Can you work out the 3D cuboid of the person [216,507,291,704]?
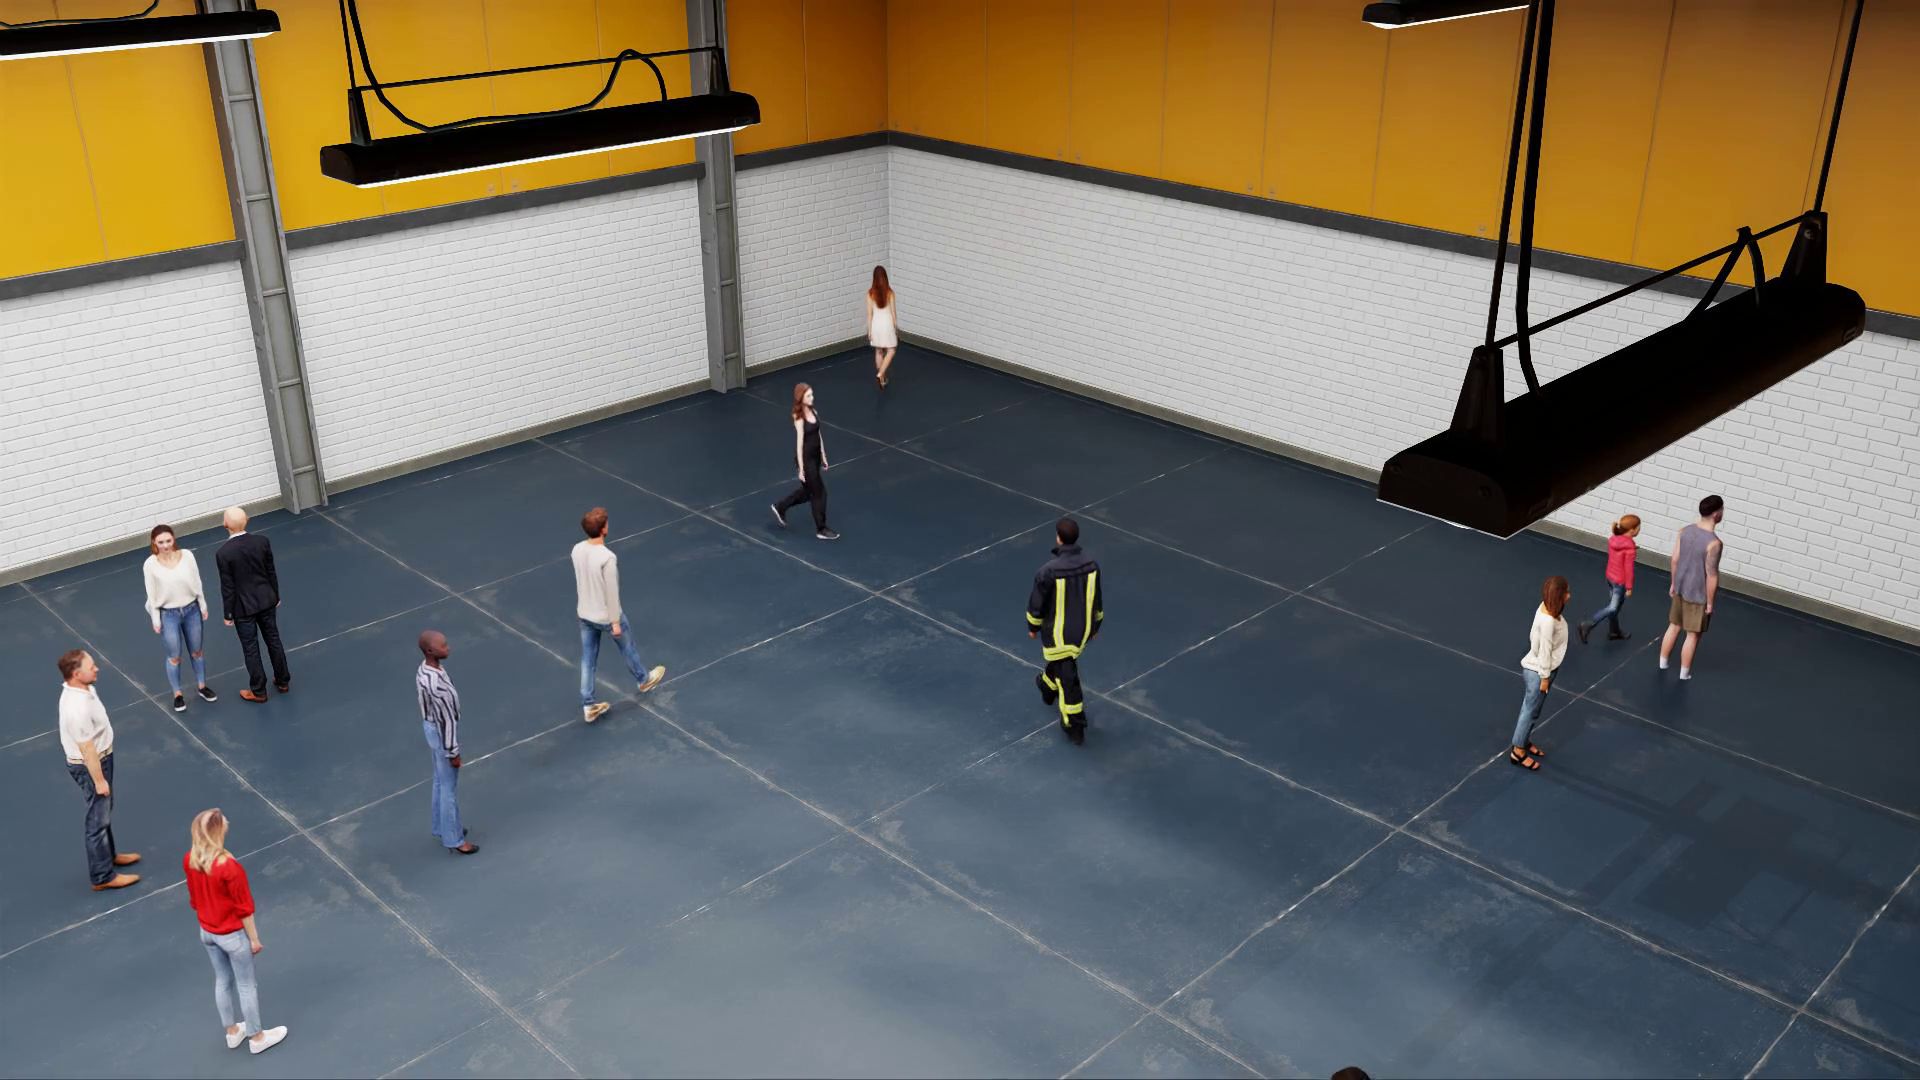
[{"bbox_3d":[-6.146,0.550,14.441,0.758,1.801,0.561,17,29,34],"label":"person"}]

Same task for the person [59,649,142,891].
[{"bbox_3d":[-6.246,1.623,11.929,0.726,1.847,0.739,-9,25,-19],"label":"person"}]

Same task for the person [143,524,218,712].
[{"bbox_3d":[-6.746,0.646,14.356,0.511,1.692,0.701,-18,29,-35],"label":"person"}]

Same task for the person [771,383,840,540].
[{"bbox_3d":[-1.687,-0.855,17.747,0.958,1.726,1.075,8,25,17],"label":"person"}]

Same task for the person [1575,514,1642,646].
[{"bbox_3d":[6.038,0.385,15.446,0.901,1.298,0.807,-2,24,-5],"label":"person"}]

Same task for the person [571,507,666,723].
[{"bbox_3d":[-3.104,0.677,14.070,0.871,1.864,1.186,14,27,29],"label":"person"}]

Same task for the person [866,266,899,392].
[{"bbox_3d":[-1.043,-2.796,22.225,0.883,1.696,1.042,4,24,10],"label":"person"}]

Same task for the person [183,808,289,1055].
[{"bbox_3d":[-4.533,2.420,10.283,0.680,1.704,0.645,10,25,21],"label":"person"}]

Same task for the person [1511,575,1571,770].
[{"bbox_3d":[4.688,1.044,13.464,0.753,1.678,0.627,8,25,18],"label":"person"}]

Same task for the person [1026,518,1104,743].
[{"bbox_3d":[0.917,0.780,13.826,1.231,1.872,1.119,-11,26,-24],"label":"person"}]

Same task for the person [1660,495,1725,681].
[{"bbox_3d":[6.567,0.459,14.911,0.683,1.841,0.702,-10,26,-22],"label":"person"}]

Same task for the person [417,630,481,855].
[{"bbox_3d":[-3.826,1.487,12.306,0.647,1.794,0.684,-12,27,-26],"label":"person"}]
